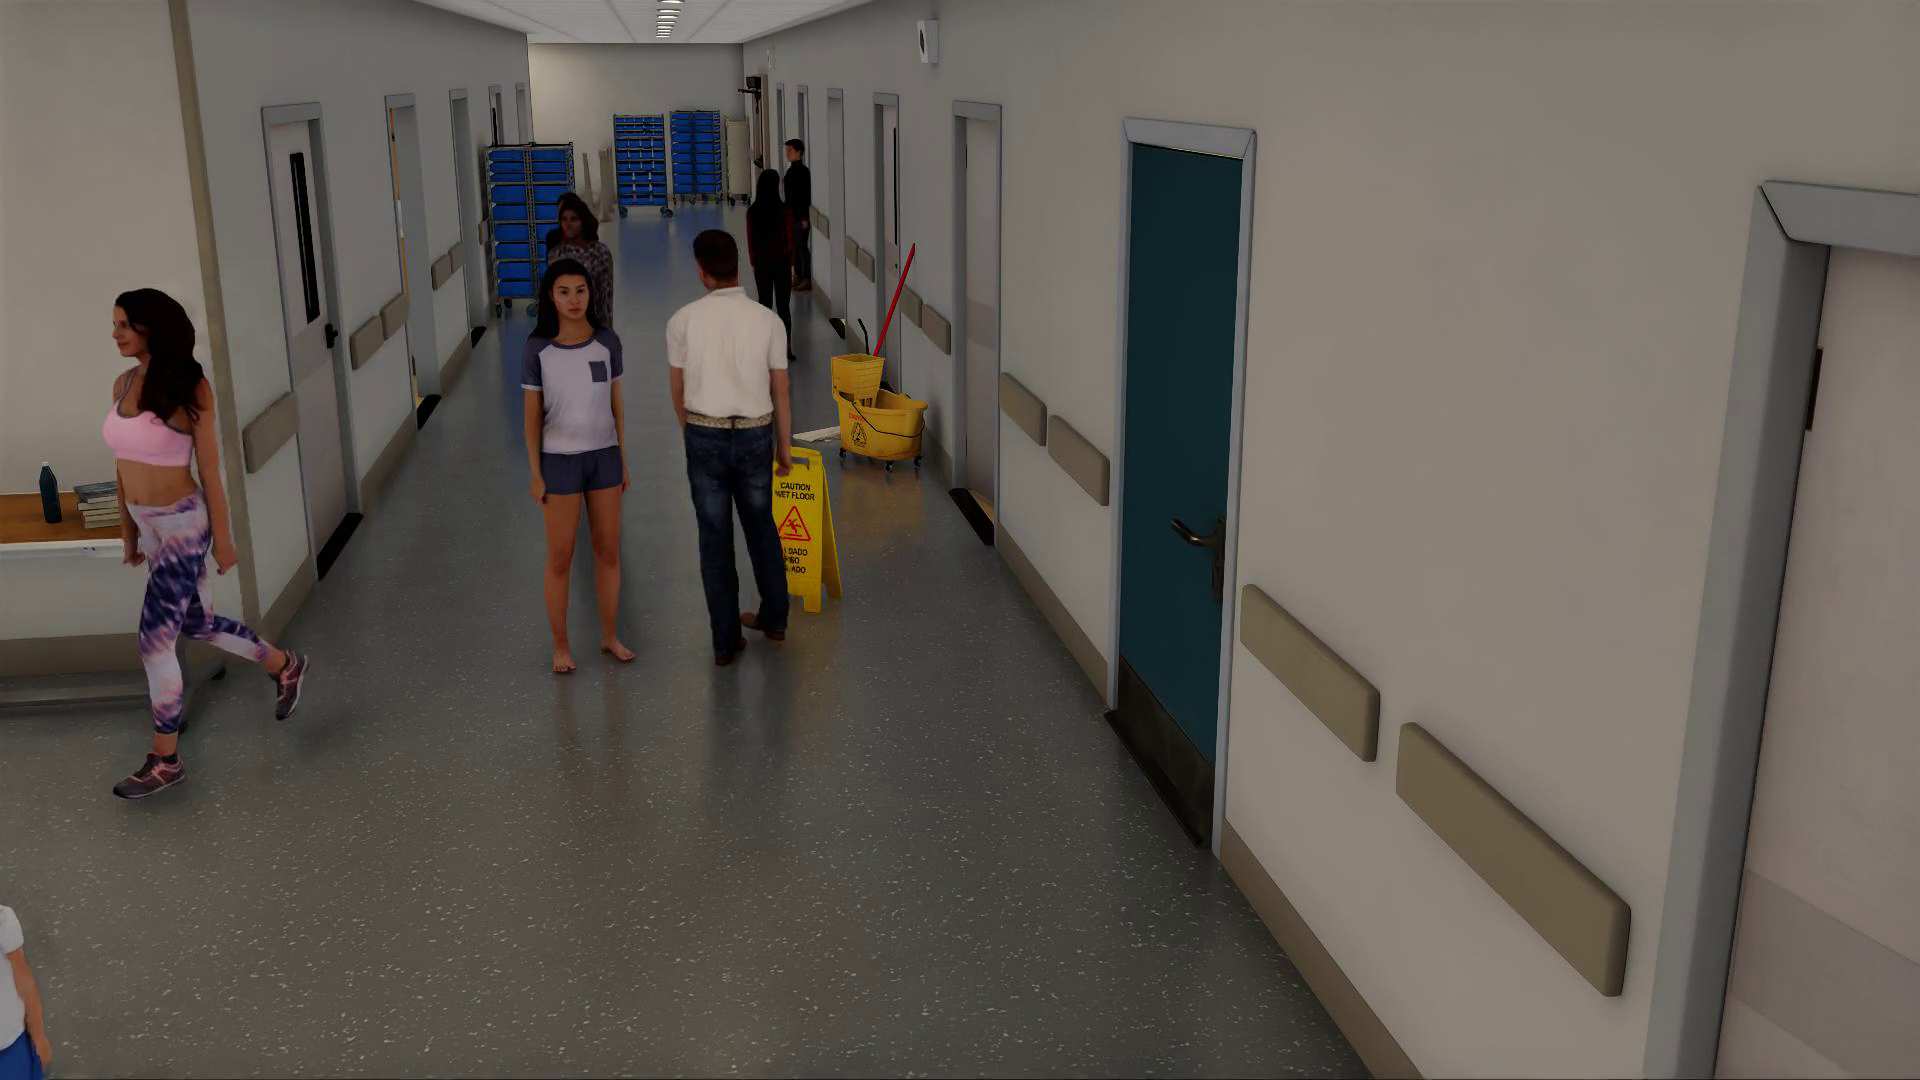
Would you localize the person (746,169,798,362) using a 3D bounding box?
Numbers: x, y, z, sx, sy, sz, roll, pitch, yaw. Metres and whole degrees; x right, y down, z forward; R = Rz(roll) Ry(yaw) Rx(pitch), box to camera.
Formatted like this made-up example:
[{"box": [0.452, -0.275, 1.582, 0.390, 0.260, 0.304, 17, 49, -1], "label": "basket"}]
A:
[{"box": [-1.635, -2.381, 14.482, 0.650, 1.654, 0.634, 3, 16, 11], "label": "person"}]

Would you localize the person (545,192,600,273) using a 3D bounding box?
[{"box": [-2.796, -1.699, 12.113, 0.621, 1.627, 0.779, -1, 16, -2], "label": "person"}]

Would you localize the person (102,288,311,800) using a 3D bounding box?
[{"box": [-2.717, -0.010, 5.925, 1.026, 1.734, 1.206, 8, 17, 26], "label": "person"}]

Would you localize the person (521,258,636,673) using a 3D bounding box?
[{"box": [-1.604, -0.317, 7.017, 0.653, 1.734, 0.626, -9, 18, -30], "label": "person"}]

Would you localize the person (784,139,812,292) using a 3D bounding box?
[{"box": [-1.875, -3.773, 19.303, 0.776, 1.718, 0.611, -9, 18, -30], "label": "person"}]

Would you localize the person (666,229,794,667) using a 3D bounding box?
[{"box": [-0.978, -0.363, 6.982, 0.697, 1.840, 0.774, -3, 16, -10], "label": "person"}]

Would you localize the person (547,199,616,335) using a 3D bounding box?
[{"box": [-2.338, -1.274, 10.537, 0.687, 1.665, 1.160, 0, 16, -1], "label": "person"}]
